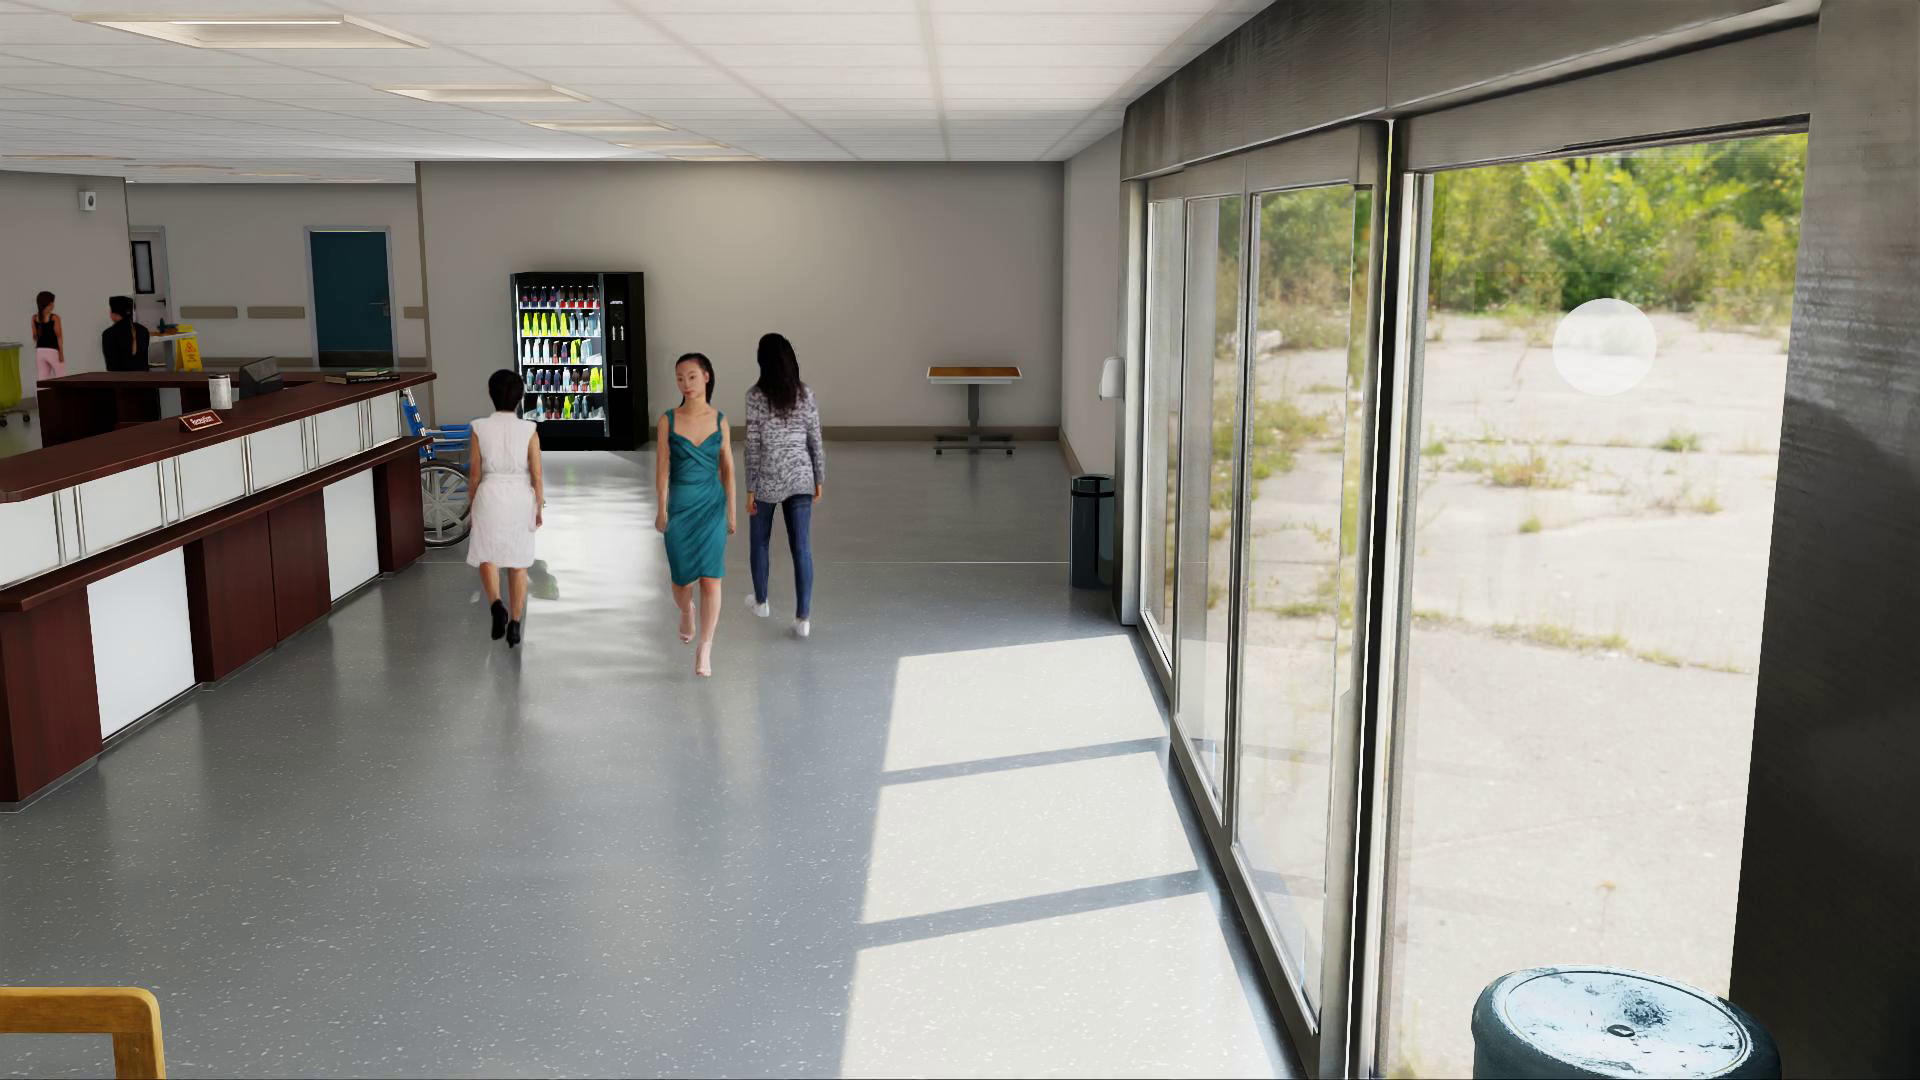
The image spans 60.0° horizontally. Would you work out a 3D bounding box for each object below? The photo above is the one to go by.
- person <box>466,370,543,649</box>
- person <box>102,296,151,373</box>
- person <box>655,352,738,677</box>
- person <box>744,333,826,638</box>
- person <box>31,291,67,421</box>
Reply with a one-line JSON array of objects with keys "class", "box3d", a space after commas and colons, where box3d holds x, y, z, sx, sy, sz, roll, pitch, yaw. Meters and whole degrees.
[{"class": "person", "box3d": [-2.477, -0.142, 9.094, 0.718, 1.539, 0.749, -4, 11, -19]}, {"class": "person", "box3d": [-7.731, -1.437, 15.590, 0.815, 1.661, 0.809, 5, 12, 24]}, {"class": "person", "box3d": [-1.386, -0.129, 8.669, 0.700, 1.672, 0.728, -3, 11, -16]}, {"class": "person", "box3d": [-0.989, -0.286, 9.428, 1.040, 1.699, 0.952, -4, 11, -20]}, {"class": "person", "box3d": [-10.822, -2.148, 19.710, 0.982, 1.524, 0.666, -1, 11, -7]}]
